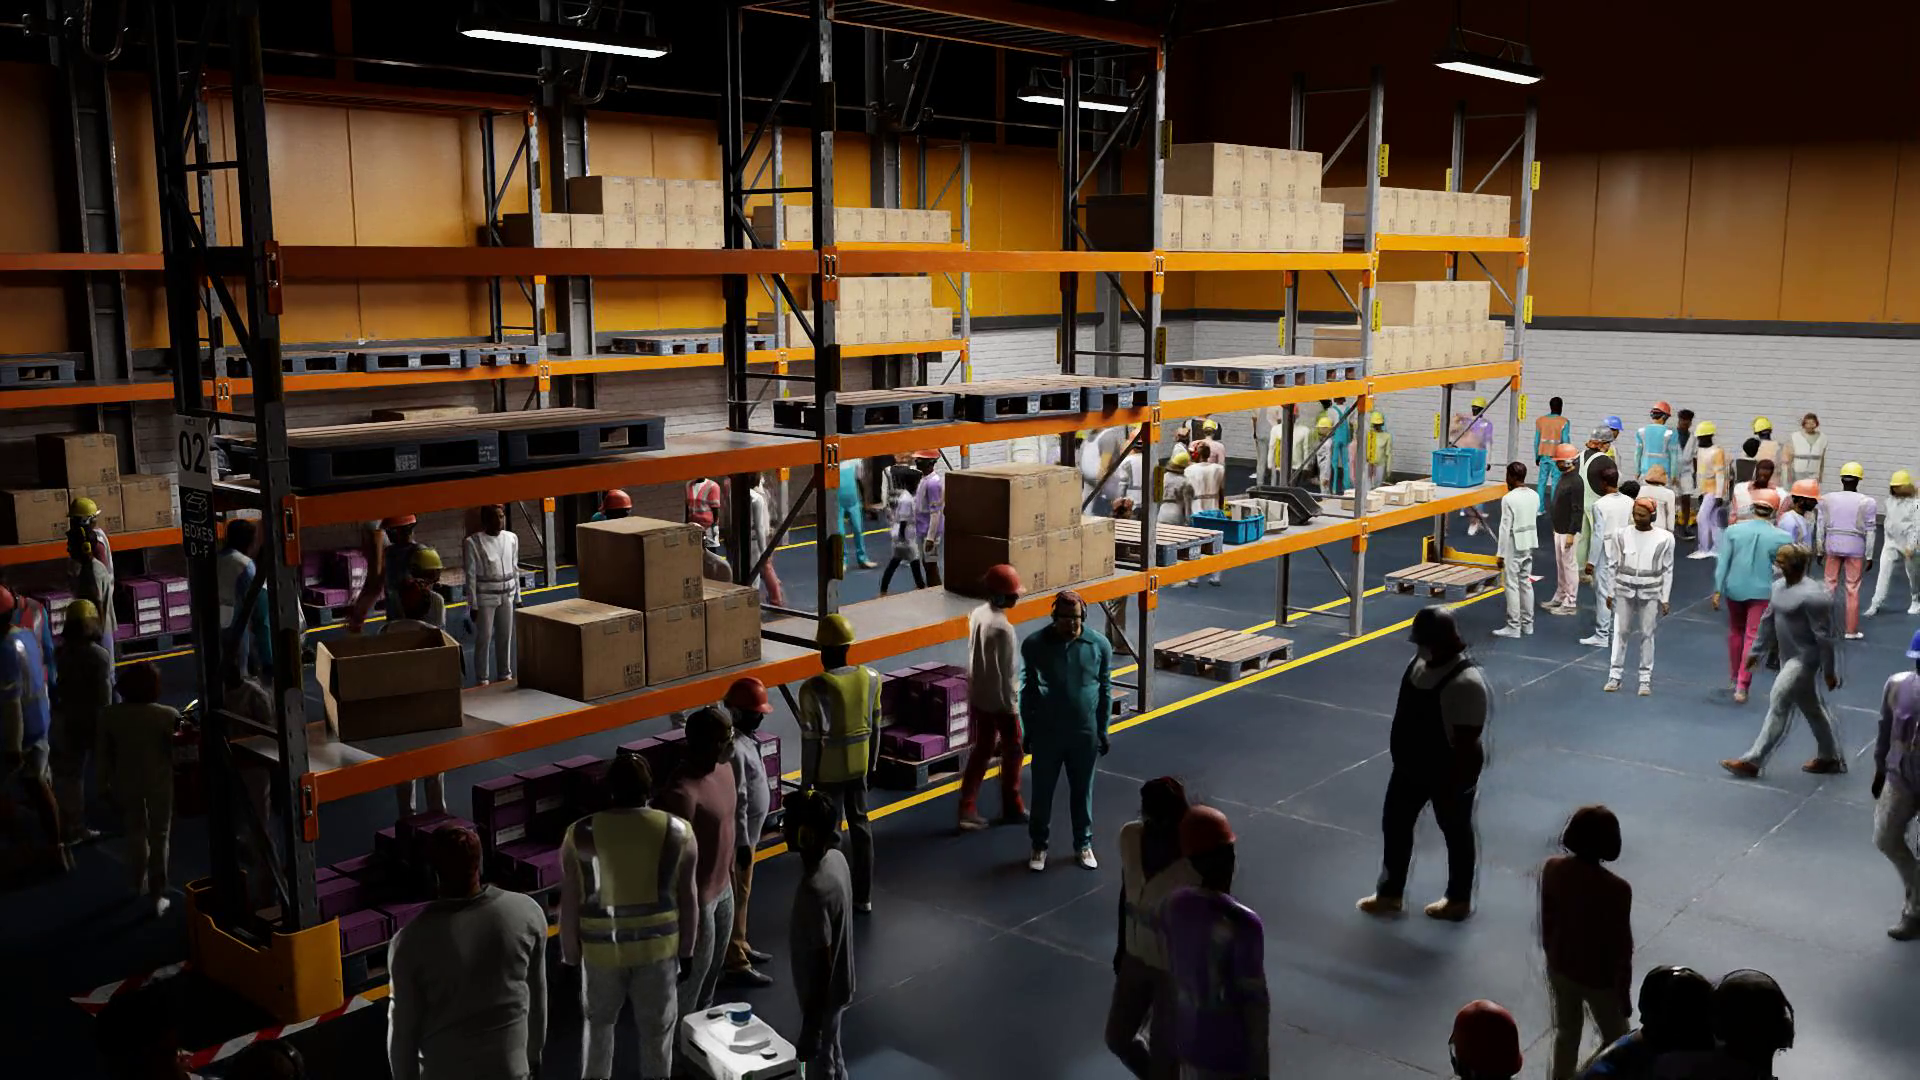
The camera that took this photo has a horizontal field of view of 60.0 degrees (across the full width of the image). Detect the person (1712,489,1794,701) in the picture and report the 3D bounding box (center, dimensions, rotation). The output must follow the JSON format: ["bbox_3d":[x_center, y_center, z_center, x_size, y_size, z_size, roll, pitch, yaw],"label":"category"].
[{"bbox_3d":[7.429,0.498,15.580,0.639,1.940,0.975,7,12,35],"label":"person"}]

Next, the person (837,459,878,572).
[{"bbox_3d":[-1.448,-0.463,21.762,0.681,1.803,0.446,-2,10,-9],"label":"person"}]

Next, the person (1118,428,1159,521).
[{"bbox_3d":[2.285,-0.474,21.420,0.544,1.939,0.354,-2,10,-13],"label":"person"}]

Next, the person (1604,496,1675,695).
[{"bbox_3d":[6.384,0.517,15.661,0.572,1.886,0.355,5,11,29],"label":"person"}]

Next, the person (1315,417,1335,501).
[{"bbox_3d":[5.468,-0.972,24.973,0.310,1.744,0.486,1,10,8],"label":"person"}]

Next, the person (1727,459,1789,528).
[{"bbox_3d":[8.948,0.005,18.689,0.626,1.892,0.590,9,13,42],"label":"person"}]

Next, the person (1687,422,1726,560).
[{"bbox_3d":[10.207,-0.668,22.737,0.643,1.890,0.617,0,10,1],"label":"person"}]

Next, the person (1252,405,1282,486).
[{"bbox_3d":[5.477,-1.817,29.131,0.535,2.000,0.687,-7,12,-38],"label":"person"}]

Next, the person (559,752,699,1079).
[{"bbox_3d":[-1.521,1.892,7.691,0.644,1.817,0.454,-2,10,-11],"label":"person"}]

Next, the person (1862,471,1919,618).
[{"bbox_3d":[10.802,0.051,19.072,0.943,1.690,0.500,-6,11,-30],"label":"person"}]

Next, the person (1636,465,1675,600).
[{"bbox_3d":[8.353,-0.095,20.064,0.507,1.631,0.265,8,12,39],"label":"person"}]

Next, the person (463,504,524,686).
[{"bbox_3d":[-4.296,0.567,15.370,0.353,1.883,0.573,8,12,38],"label":"person"}]

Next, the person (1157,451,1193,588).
[{"bbox_3d":[2.635,-0.254,20.746,0.531,1.716,0.404,7,12,34],"label":"person"}]

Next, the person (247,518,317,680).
[{"bbox_3d":[-6.725,0.394,16.343,0.602,1.914,1.027,8,12,40],"label":"person"}]

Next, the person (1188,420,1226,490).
[{"bbox_3d":[3.597,-0.886,24.430,0.602,1.753,0.377,3,10,17],"label":"person"}]

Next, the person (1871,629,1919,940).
[{"bbox_3d":[5.788,1.444,9.981,0.472,1.931,0.631,-6,11,-32],"label":"person"}]

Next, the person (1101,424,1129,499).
[{"bbox_3d":[2.702,-1.629,28.567,0.591,1.855,0.437,-6,11,-32],"label":"person"}]

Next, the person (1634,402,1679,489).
[{"bbox_3d":[10.176,-1.004,24.311,0.609,2.031,0.409,9,13,42],"label":"person"}]

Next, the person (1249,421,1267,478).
[{"bbox_3d":[5.640,-2.116,31.289,0.380,1.917,0.586,4,10,21],"label":"person"}]

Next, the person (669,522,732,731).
[{"bbox_3d":[-2.233,0.791,13.986,0.639,1.902,0.407,0,10,-3],"label":"person"}]

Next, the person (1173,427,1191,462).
[{"bbox_3d":[3.262,-0.856,24.591,0.311,1.638,0.523,2,10,14],"label":"person"}]

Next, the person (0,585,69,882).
[{"bbox_3d":[-6.235,1.257,10.880,0.655,2.003,0.674,-2,10,-14],"label":"person"}]

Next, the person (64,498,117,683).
[{"bbox_3d":[-8.316,0.500,15.920,0.404,1.830,0.601,-6,11,-31],"label":"person"}]

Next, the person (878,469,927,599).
[{"bbox_3d":[-0.579,-0.028,19.621,0.882,1.630,0.591,1,10,5],"label":"person"}]

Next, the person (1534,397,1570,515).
[{"bbox_3d":[9.452,-1.330,26.592,0.391,1.918,0.590,-8,12,-38],"label":"person"}]

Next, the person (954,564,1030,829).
[{"bbox_3d":[0.240,1.124,11.860,0.673,1.955,0.693,-5,11,-27],"label":"person"}]

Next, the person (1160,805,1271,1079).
[{"bbox_3d":[1.059,2.015,6.704,0.566,1.890,0.578,-5,11,-26],"label":"person"}]

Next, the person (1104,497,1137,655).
[{"bbox_3d":[1.662,0.367,17.295,0.311,1.639,0.512,-2,10,-12],"label":"person"}]

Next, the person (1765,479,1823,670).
[{"bbox_3d":[8.323,0.345,16.572,0.388,1.929,0.548,8,12,40],"label":"person"}]

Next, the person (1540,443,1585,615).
[{"bbox_3d":[6.981,-0.127,19.208,0.392,1.985,0.610,1,10,3],"label":"person"}]

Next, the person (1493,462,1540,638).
[{"bbox_3d":[6.065,0.105,18.076,0.585,1.908,0.384,-8,12,-38],"label":"person"}]

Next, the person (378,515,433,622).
[{"bbox_3d":[-4.728,0.687,14.223,0.601,2.035,0.406,7,12,34],"label":"person"}]

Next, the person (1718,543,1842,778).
[{"bbox_3d":[6.569,0.952,13.115,1.036,1.879,0.656,0,10,2],"label":"person"}]

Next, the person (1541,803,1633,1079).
[{"bbox_3d":[2.870,1.992,7.615,0.349,1.619,0.527,-5,11,-27],"label":"person"}]

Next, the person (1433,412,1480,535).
[{"bbox_3d":[7.335,-0.952,24.484,0.898,1.869,0.642,-8,12,-38],"label":"person"}]

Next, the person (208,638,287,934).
[{"bbox_3d":[-4.338,1.473,10.133,0.610,1.827,0.472,4,10,21],"label":"person"}]

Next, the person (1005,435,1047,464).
[{"bbox_3d":[1.019,-1.150,25.552,0.643,1.909,0.410,2,10,12],"label":"person"}]

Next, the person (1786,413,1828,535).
[{"bbox_3d":[12.746,-1.025,25.113,0.566,1.818,0.861,1,10,9],"label":"person"}]

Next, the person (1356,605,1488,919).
[{"bbox_3d":[2.834,1.360,10.165,0.857,2.000,0.697,-4,10,-21],"label":"person"}]

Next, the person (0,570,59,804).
[{"bbox_3d":[-7.178,1.085,12.533,0.786,1.807,0.649,9,13,42],"label":"person"}]

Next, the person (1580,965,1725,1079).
[{"bbox_3d":[2.270,2.257,5.408,0.624,1.844,0.430,-5,11,-29],"label":"person"}]

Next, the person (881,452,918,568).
[{"bbox_3d":[-0.781,-0.446,22.205,0.526,1.625,0.387,2,10,9],"label":"person"}]

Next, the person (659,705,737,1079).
[{"bbox_3d":[-1.265,1.749,8.191,0.373,1.929,0.626,2,10,13],"label":"person"}]
